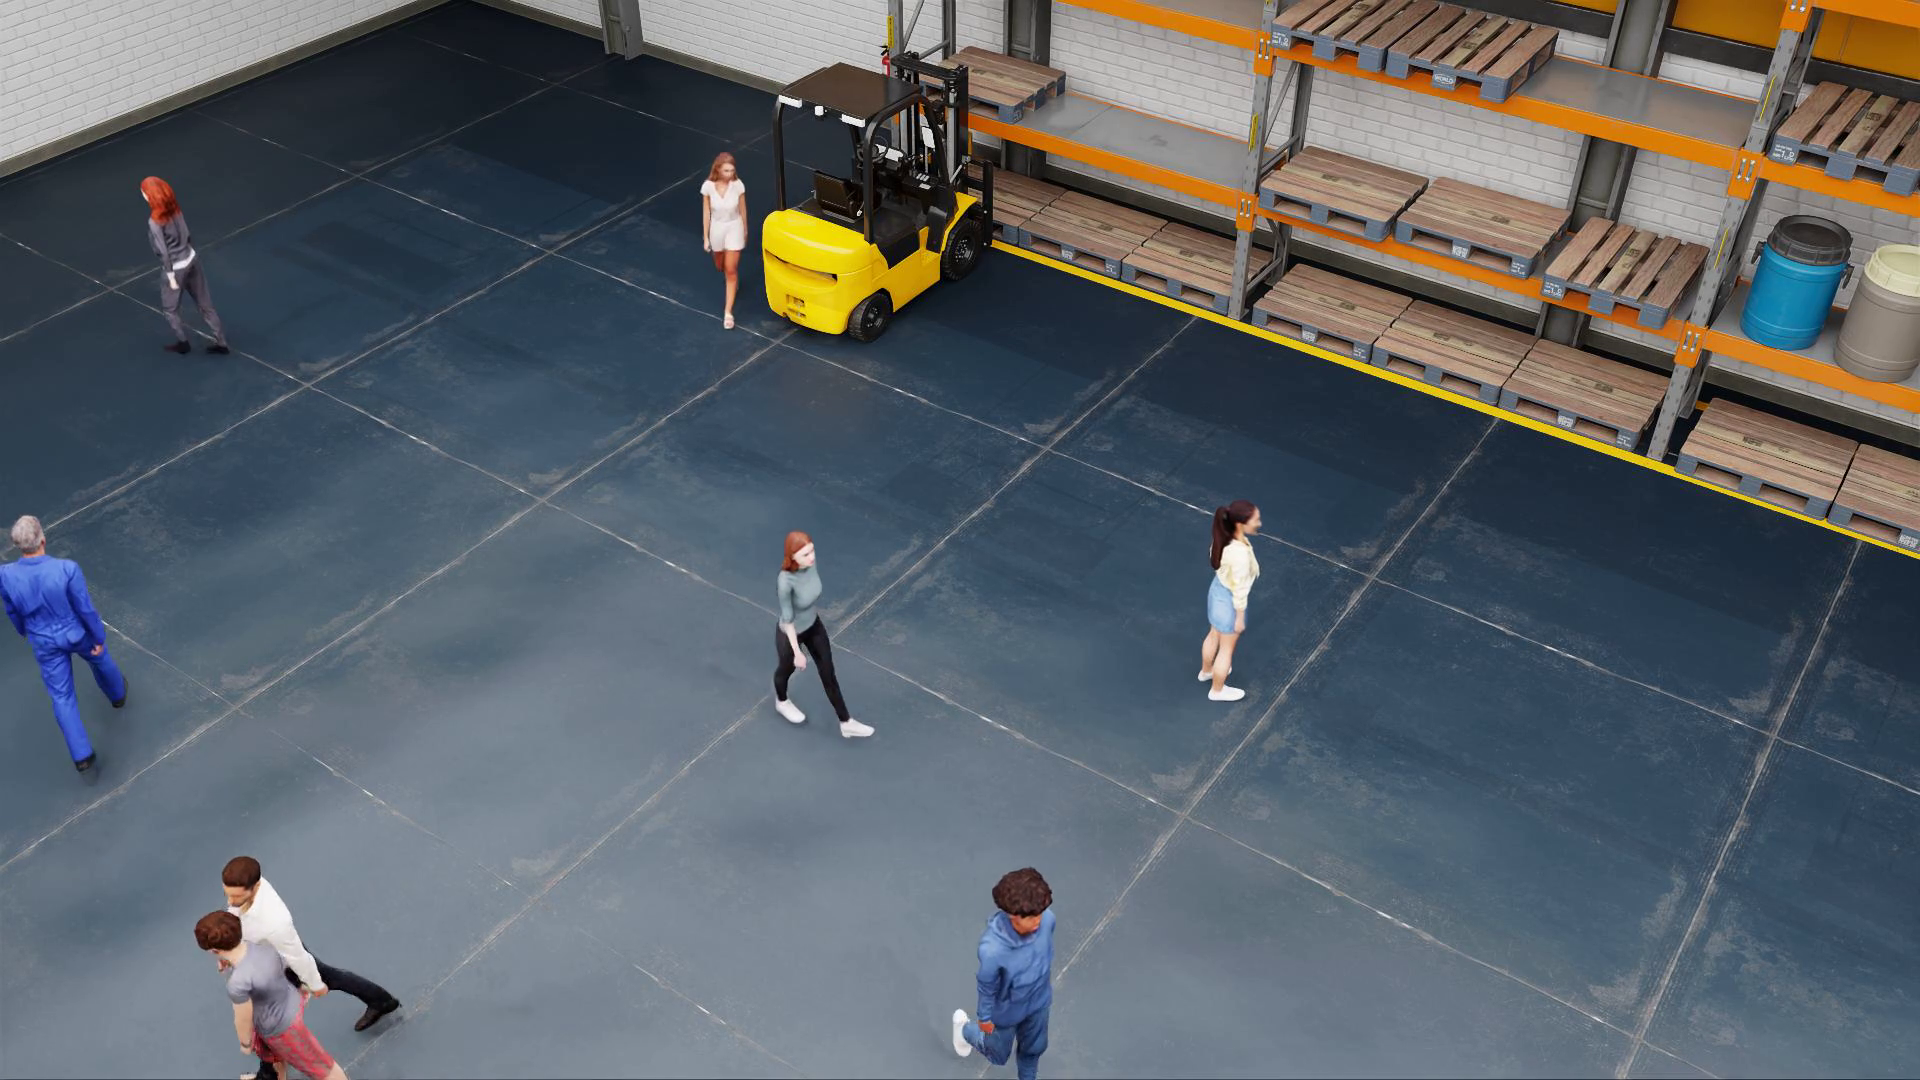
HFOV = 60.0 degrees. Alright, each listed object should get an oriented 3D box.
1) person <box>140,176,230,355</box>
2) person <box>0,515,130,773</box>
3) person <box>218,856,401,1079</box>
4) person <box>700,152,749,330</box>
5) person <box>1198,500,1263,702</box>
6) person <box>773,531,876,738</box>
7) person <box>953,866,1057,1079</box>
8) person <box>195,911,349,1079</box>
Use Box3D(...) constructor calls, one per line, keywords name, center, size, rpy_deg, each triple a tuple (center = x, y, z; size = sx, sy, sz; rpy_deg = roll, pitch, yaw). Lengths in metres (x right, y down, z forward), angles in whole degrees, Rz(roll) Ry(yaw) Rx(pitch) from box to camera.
Box3D(name="person", center=(-6.882, -2.403, 14.865), size=(0.924, 1.757, 0.813), rpy_deg=(6, 39, 8))
Box3D(name="person", center=(-5.928, 0.711, 10.949), size=(1.159, 1.777, 1.317), rpy_deg=(-12, 40, -15))
Box3D(name="person", center=(-3.559, 2.254, 8.986), size=(1.045, 1.816, 1.284), rpy_deg=(-24, 44, -27))
Box3D(name="person", center=(-2.180, -2.882, 15.545), size=(1.088, 1.657, 1.056), rpy_deg=(0, 39, 0))
Box3D(name="person", center=(1.850, 0.404, 11.452), size=(0.764, 1.630, 0.701), rpy_deg=(-7, 39, -9))
Box3D(name="person", center=(-1.138, 0.601, 11.143), size=(1.015, 1.708, 0.605), rpy_deg=(22, 44, 26))
Box3D(name="person", center=(0.235, 2.372, 8.861), size=(0.869, 1.788, 1.061), rpy_deg=(-25, 45, -28))
Box3D(name="person", center=(-3.506, 2.543, 8.788), size=(1.032, 1.613, 0.924), rpy_deg=(-6, 39, -7))
